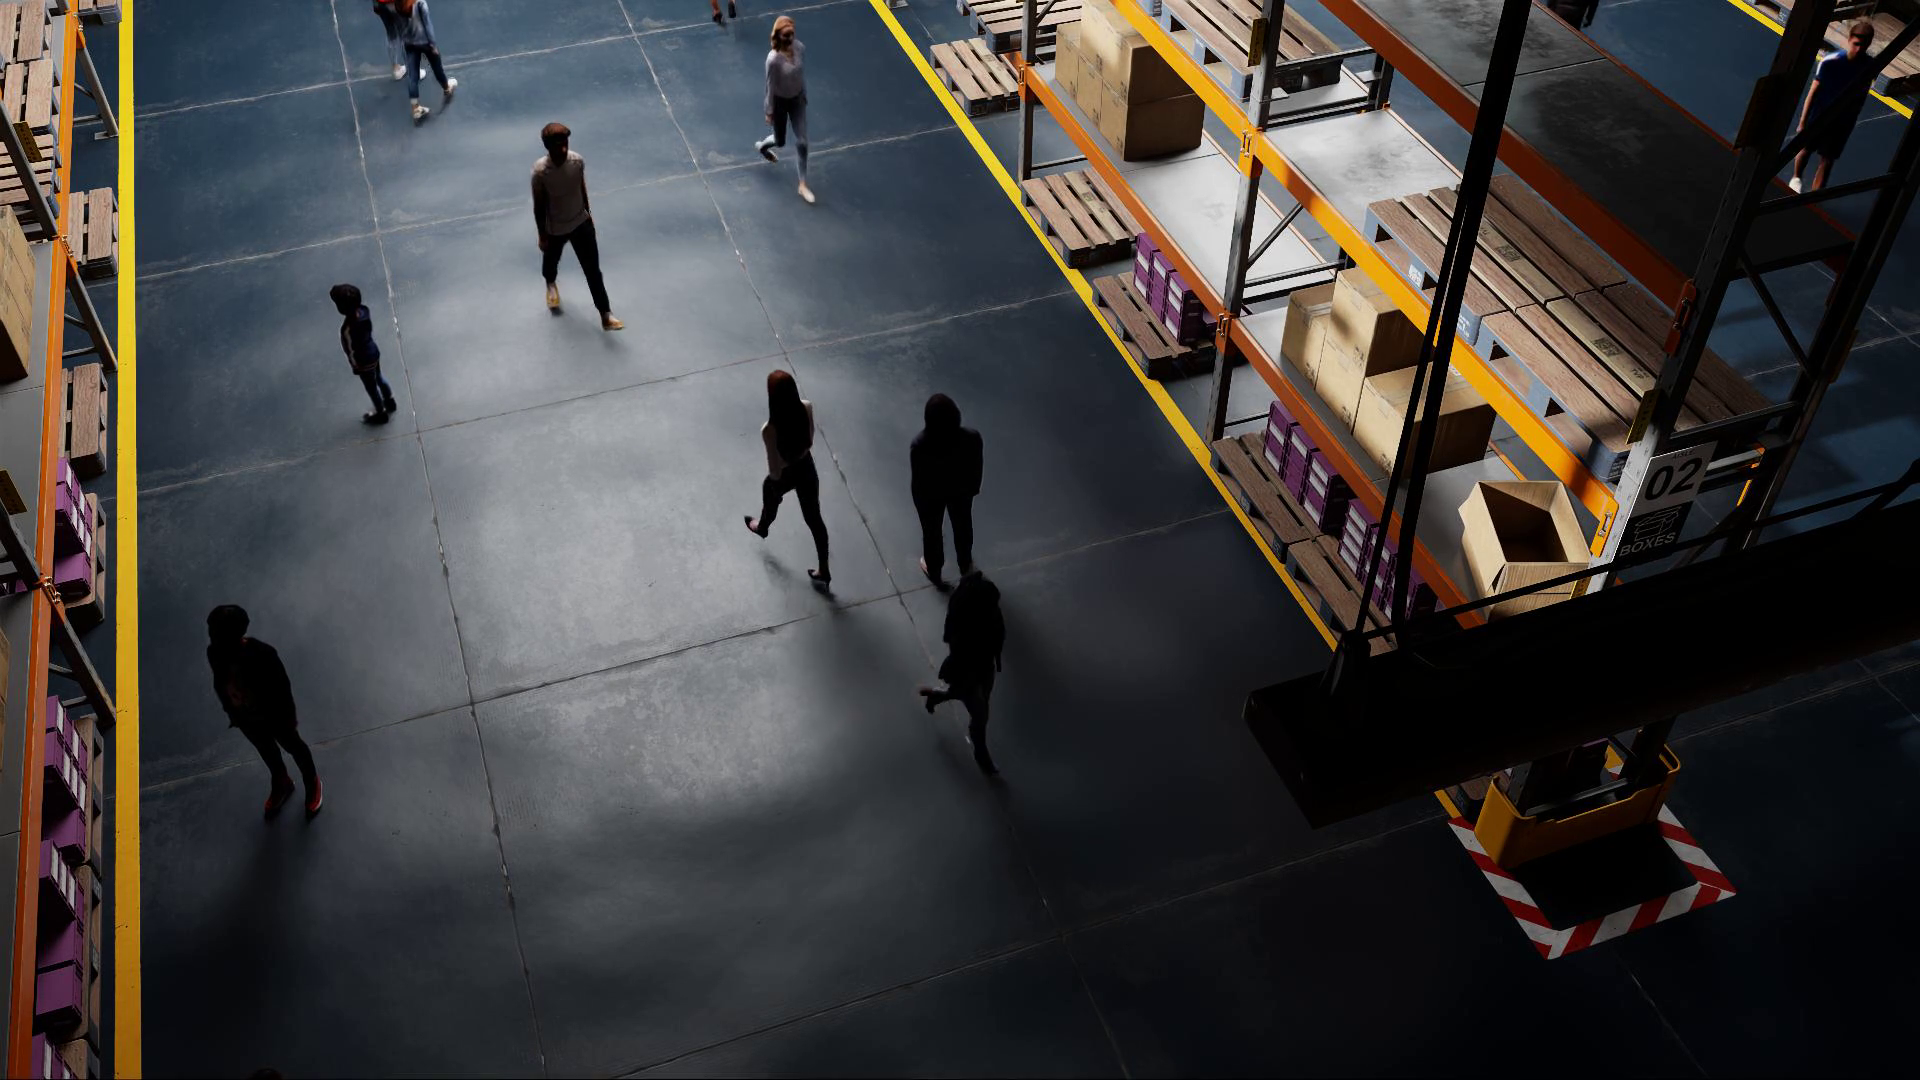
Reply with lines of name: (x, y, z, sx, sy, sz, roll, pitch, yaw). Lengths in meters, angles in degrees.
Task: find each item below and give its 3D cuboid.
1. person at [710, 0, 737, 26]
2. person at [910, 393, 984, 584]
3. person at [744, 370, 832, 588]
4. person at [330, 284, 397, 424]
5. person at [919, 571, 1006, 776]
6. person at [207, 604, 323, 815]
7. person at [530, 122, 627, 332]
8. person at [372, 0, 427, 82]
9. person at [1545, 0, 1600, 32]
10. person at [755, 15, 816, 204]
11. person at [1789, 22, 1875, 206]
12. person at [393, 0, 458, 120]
person: (-2.600, -6.218, 17.545, 0.589, 1.661, 0.741, -17, 46, -17)
person: (-0.108, -0.364, 11.446, 0.677, 1.597, 0.656, -11, 45, -12)
person: (-1.082, -0.373, 11.374, 0.933, 1.709, 1.216, -34, 53, -30)
person: (-4.612, -1.448, 12.857, 0.641, 1.220, 0.526, 3, 44, 3)
person: (0.037, 0.772, 10.247, 1.041, 1.606, 0.898, 32, 52, 29)
person: (-4.181, 1.003, 9.955, 0.672, 1.675, 0.669, 2, 44, 2)
person: (-3.274, -2.610, 13.645, 0.903, 1.816, 1.351, -22, 48, -22)
person: (-5.690, -5.333, 16.584, 0.729, 1.704, 0.774, 14, 45, 15)
person: (5.993, -5.157, 16.362, 0.965, 1.757, 0.859, -12, 45, -12)
person: (-1.620, -3.968, 15.113, 0.895, 1.758, 1.187, -33, 53, -30)
person: (7.804, -3.825, 14.916, 1.067, 1.822, 1.192, 12, 45, 12)
person: (-5.324, -4.825, 16.239, 0.947, 1.444, 1.070, 12, 45, 12)
